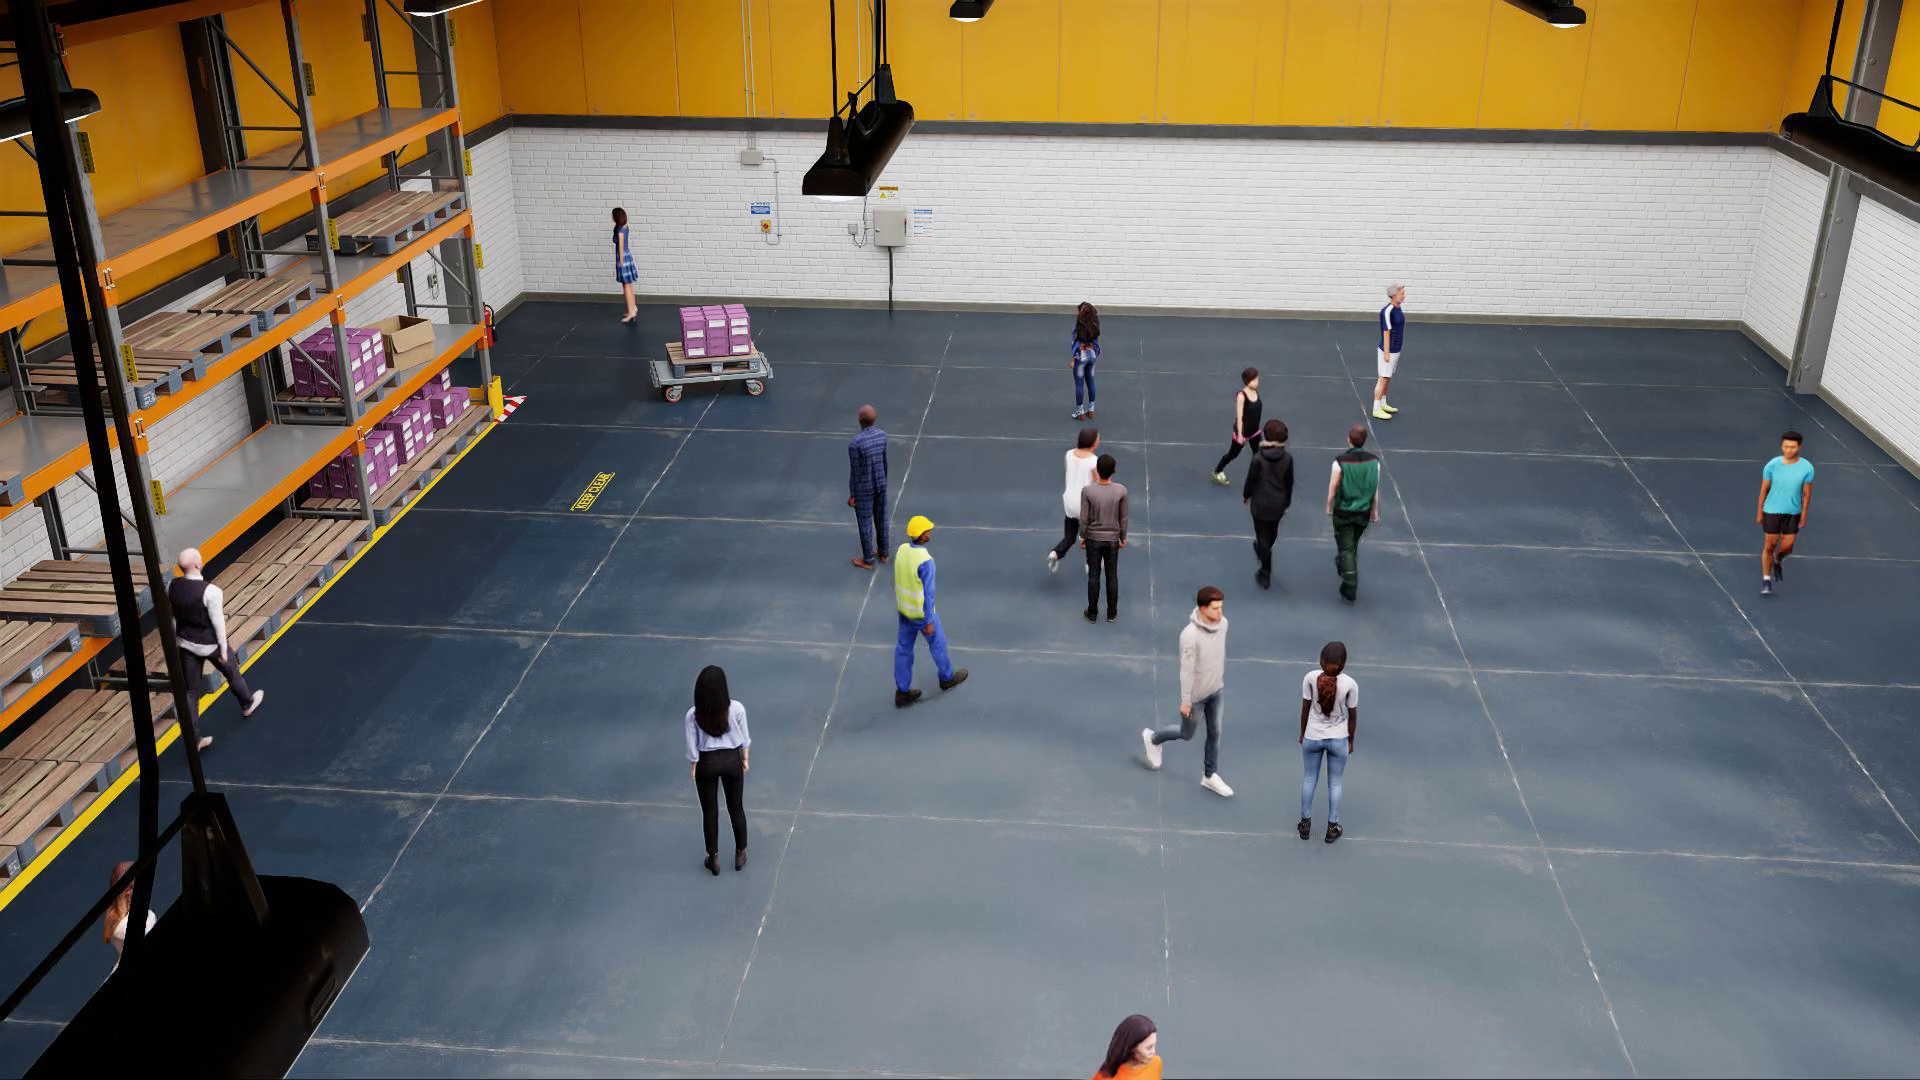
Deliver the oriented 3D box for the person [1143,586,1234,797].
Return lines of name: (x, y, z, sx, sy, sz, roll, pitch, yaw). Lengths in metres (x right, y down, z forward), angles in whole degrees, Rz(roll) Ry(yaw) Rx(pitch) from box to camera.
person: (1.907, 1.196, 13.654, 1.144, 1.829, 1.182, -20, 31, -39)

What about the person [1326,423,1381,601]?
person: (4.022, -0.253, 17.008, 0.804, 1.797, 1.193, -3, 24, -6)

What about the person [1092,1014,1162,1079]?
person: (0.806, 3.272, 9.069, 1.020, 1.698, 1.220, -11, 26, -23)

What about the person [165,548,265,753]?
person: (-6.531, 0.977, 14.231, 0.698, 1.769, 1.202, 3, 24, 6)

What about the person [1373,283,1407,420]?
person: (5.739, -2.555, 22.224, 0.773, 1.839, 0.638, 12, 26, 26)

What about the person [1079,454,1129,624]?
person: (1.416, -0.014, 16.498, 0.671, 1.769, 0.578, -1, 24, -2)

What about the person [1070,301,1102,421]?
person: (1.655, -2.398, 22.144, 0.692, 1.615, 0.722, -13, 27, -27)

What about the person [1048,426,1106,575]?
person: (1.261, -0.375, 17.448, 1.071, 1.668, 1.005, -20, 30, -37)

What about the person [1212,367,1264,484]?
person: (3.340, -1.320, 19.797, 1.031, 1.519, 1.014, 21, 31, 40)

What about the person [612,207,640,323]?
person: (-5.358, -4.394, 26.478, 0.764, 1.802, 0.558, -1, 24, -3)

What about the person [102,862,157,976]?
person: (-5.196, 2.750, 10.322, 0.881, 1.651, 1.051, -7, 24, -15)

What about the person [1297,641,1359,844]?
person: (2.855, 1.560, 12.959, 0.630, 1.720, 0.598, 8, 25, 17)

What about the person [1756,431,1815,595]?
person: (8.479, -0.308, 17.182, 0.759, 1.759, 0.815, 9, 25, 20)

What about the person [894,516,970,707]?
person: (-0.450, 0.658, 14.933, 1.151, 1.791, 1.073, -20, 31, -38)

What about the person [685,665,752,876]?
person: (-1.818, 1.728, 12.544, 0.720, 1.744, 0.695, -7, 25, -16)

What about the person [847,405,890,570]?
person: (-0.953, -0.579, 17.729, 0.759, 1.818, 0.822, -19, 30, -36)

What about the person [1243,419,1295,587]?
person: (3.235, -0.352, 17.302, 0.805, 1.743, 1.104, -4, 24, -10)
